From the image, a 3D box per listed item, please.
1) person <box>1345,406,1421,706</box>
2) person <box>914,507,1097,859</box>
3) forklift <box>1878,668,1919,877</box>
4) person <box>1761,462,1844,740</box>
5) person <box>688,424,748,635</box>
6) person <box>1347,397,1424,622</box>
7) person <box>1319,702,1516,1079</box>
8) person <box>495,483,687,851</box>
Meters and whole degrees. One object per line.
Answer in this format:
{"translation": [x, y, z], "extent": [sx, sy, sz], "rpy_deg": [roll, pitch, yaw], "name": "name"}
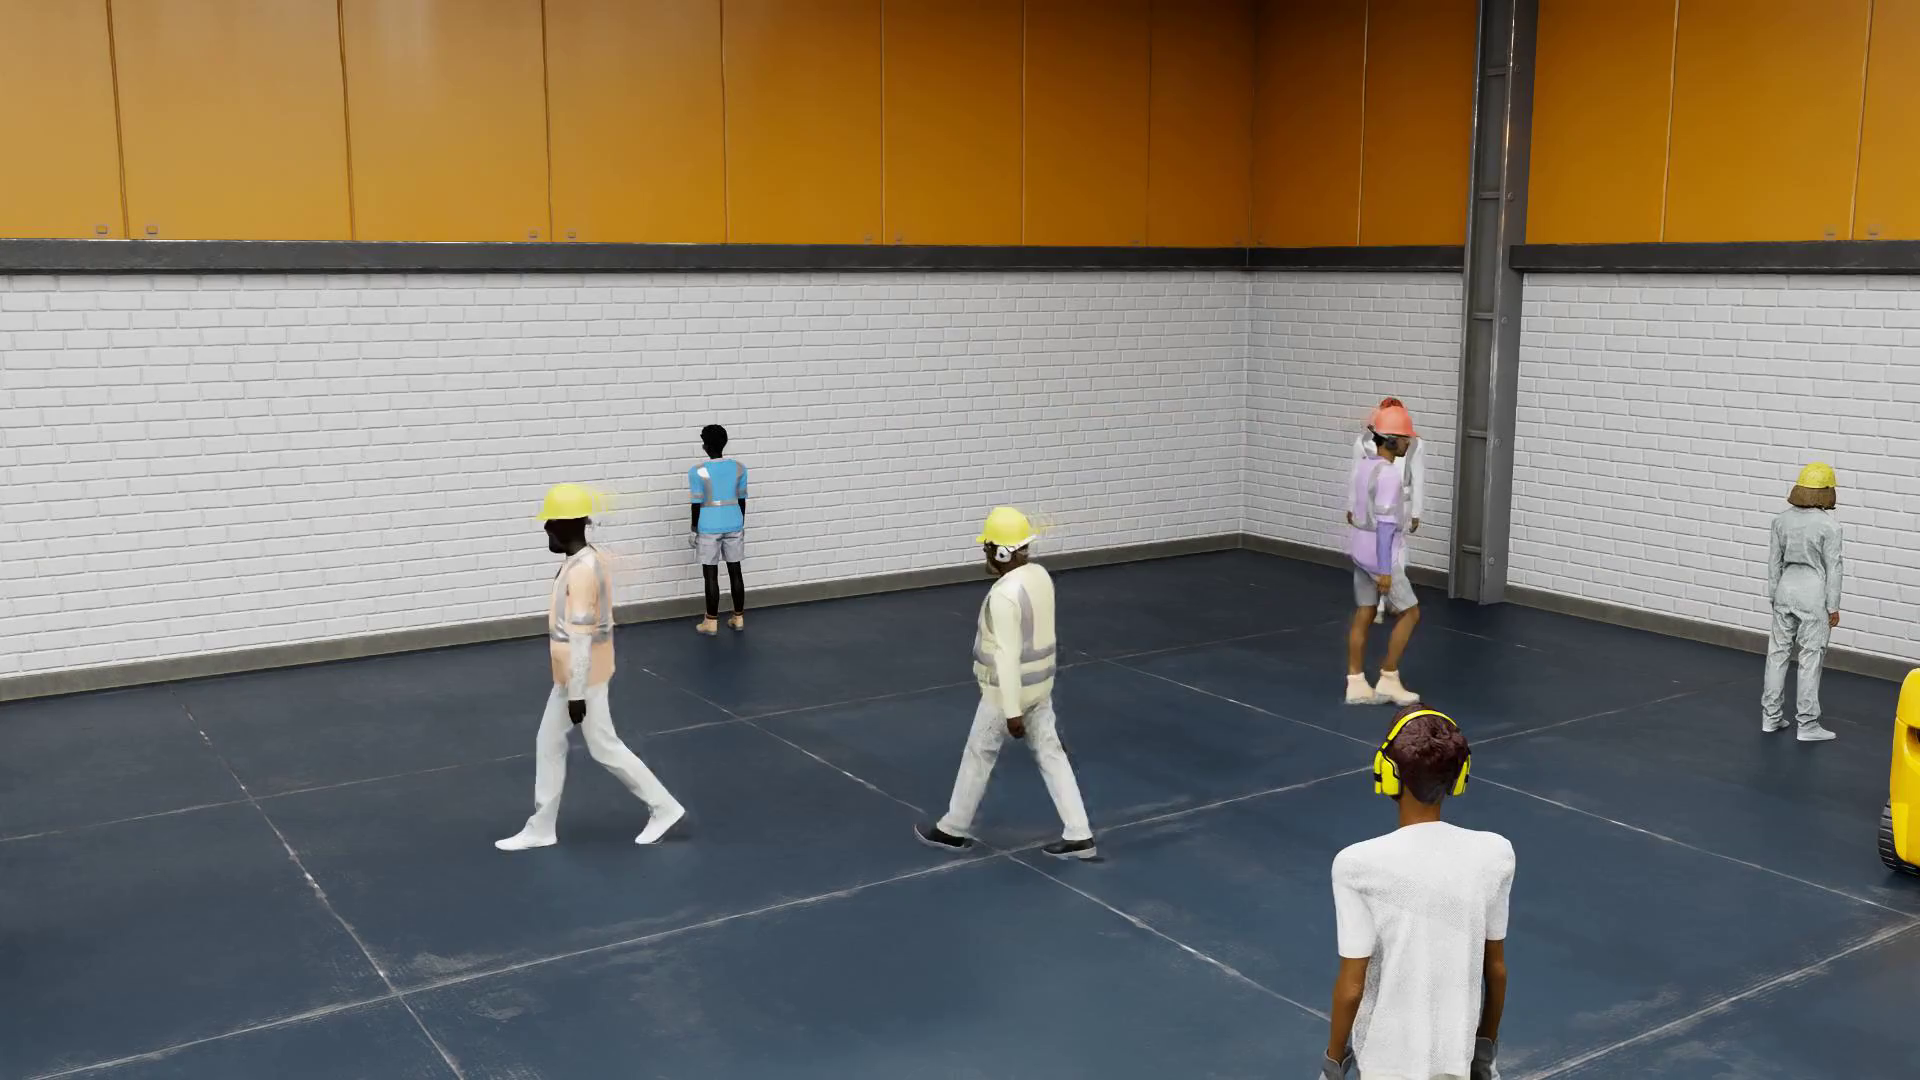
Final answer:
{"translation": [2.894, 0.121, 11.118], "extent": [0.642, 2.022, 0.647], "rpy_deg": [-1, 9, -4], "name": "person"}
{"translation": [0.266, 0.719, 8.280], "extent": [0.947, 1.787, 0.588], "rpy_deg": [5, 11, 28], "name": "person"}
{"translation": [5.511, 0.571, 7.906], "extent": [2.313, 2.155, 1.214], "rpy_deg": [-6, 11, -33], "name": "forklift"}
{"translation": [5.298, 0.379, 10.418], "extent": [0.295, 1.744, 0.489], "rpy_deg": [-5, 11, -27], "name": "person"}
{"translation": [-1.942, -0.085, 13.365], "extent": [0.532, 1.694, 0.319], "rpy_deg": [-7, 12, -38], "name": "person"}
{"translation": [3.544, -0.267, 13.941], "extent": [0.585, 1.868, 0.683], "rpy_deg": [1, 9, 5], "name": "person"}
{"translation": [1.151, 1.335, 4.276], "extent": [0.514, 1.873, 0.329], "rpy_deg": [-2, 10, -14], "name": "person"}
{"translation": [-1.864, 0.644, 8.390], "extent": [0.930, 1.891, 0.596], "rpy_deg": [-3, 10, -15], "name": "person"}
